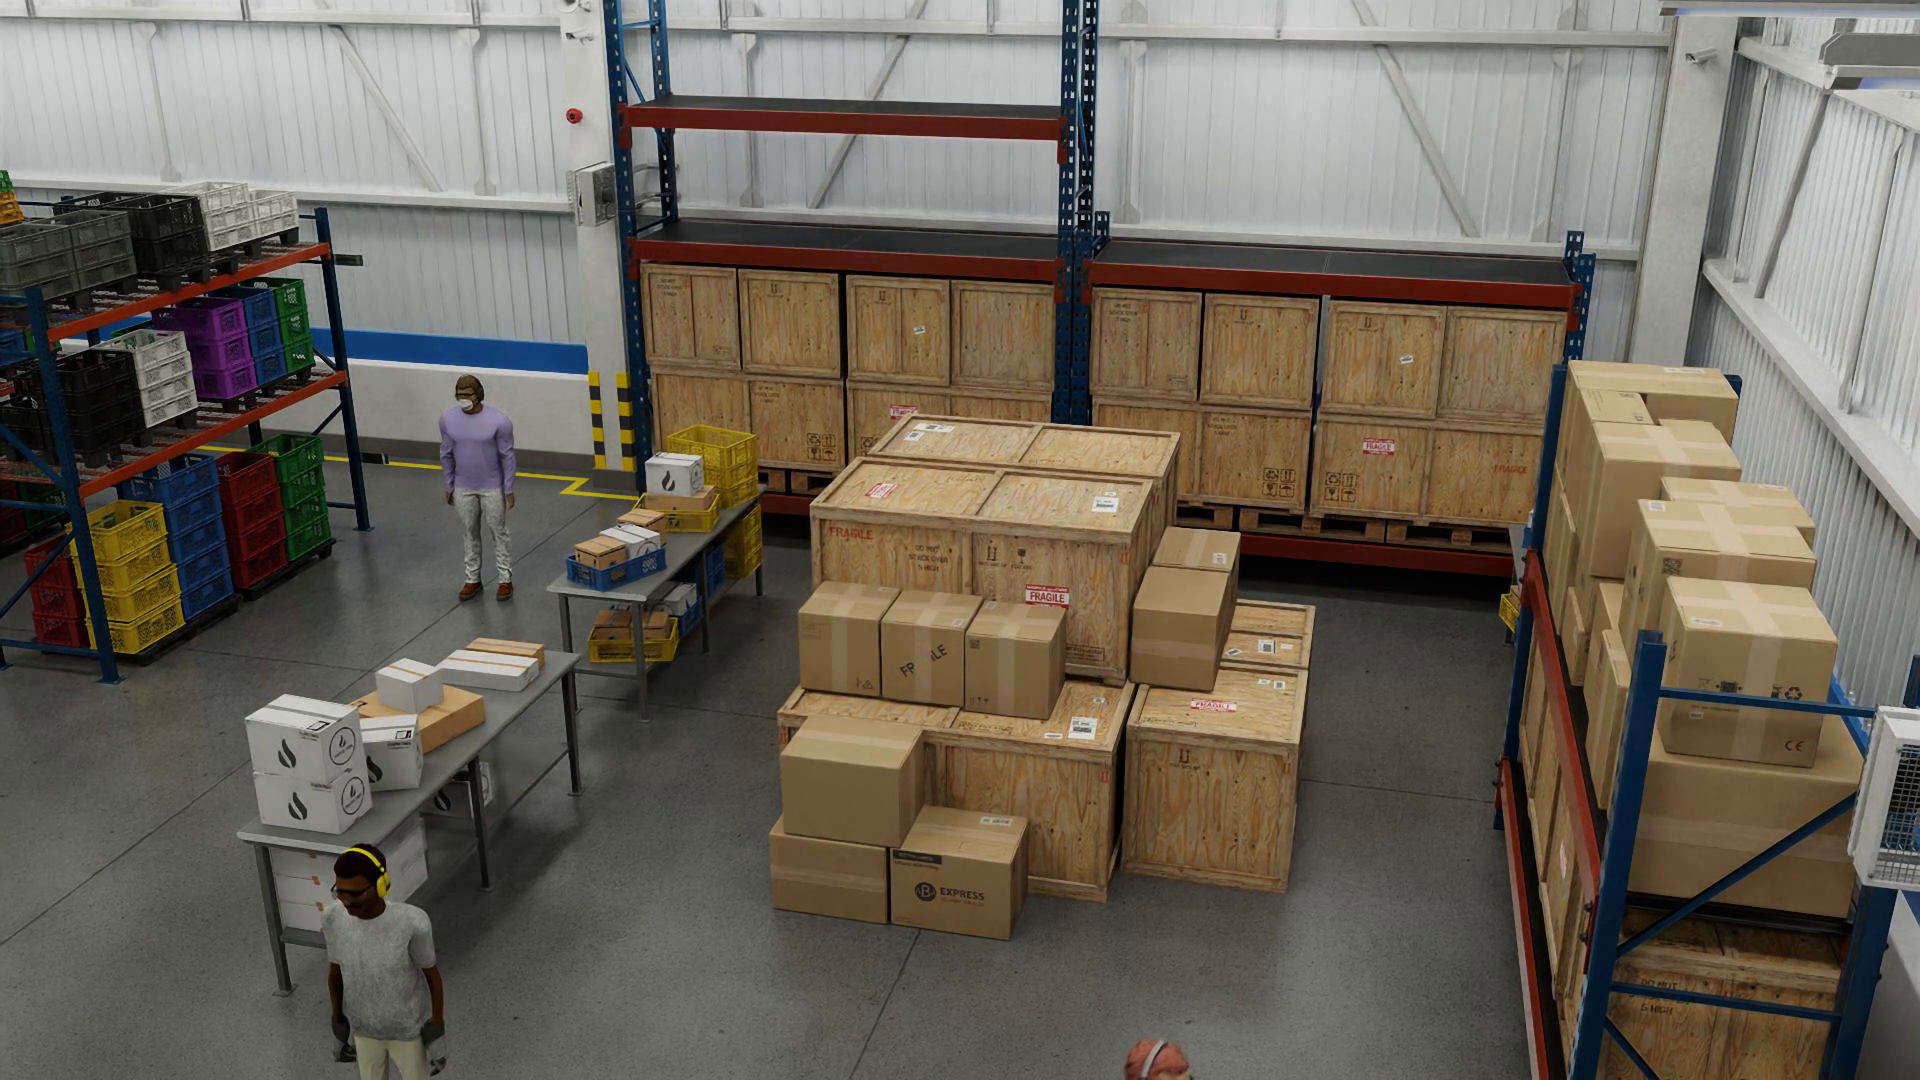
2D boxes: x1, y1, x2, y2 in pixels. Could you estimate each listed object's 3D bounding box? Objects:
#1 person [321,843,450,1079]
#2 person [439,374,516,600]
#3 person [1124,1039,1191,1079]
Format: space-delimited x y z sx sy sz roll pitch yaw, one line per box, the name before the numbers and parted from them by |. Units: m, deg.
person | -2.478 2.132 7.207 0.535 1.868 0.309 2 21 6
person | -3.993 -0.438 13.836 0.628 1.940 0.373 1 21 3
person | 0.657 2.591 5.974 0.398 1.899 0.648 13 25 31
